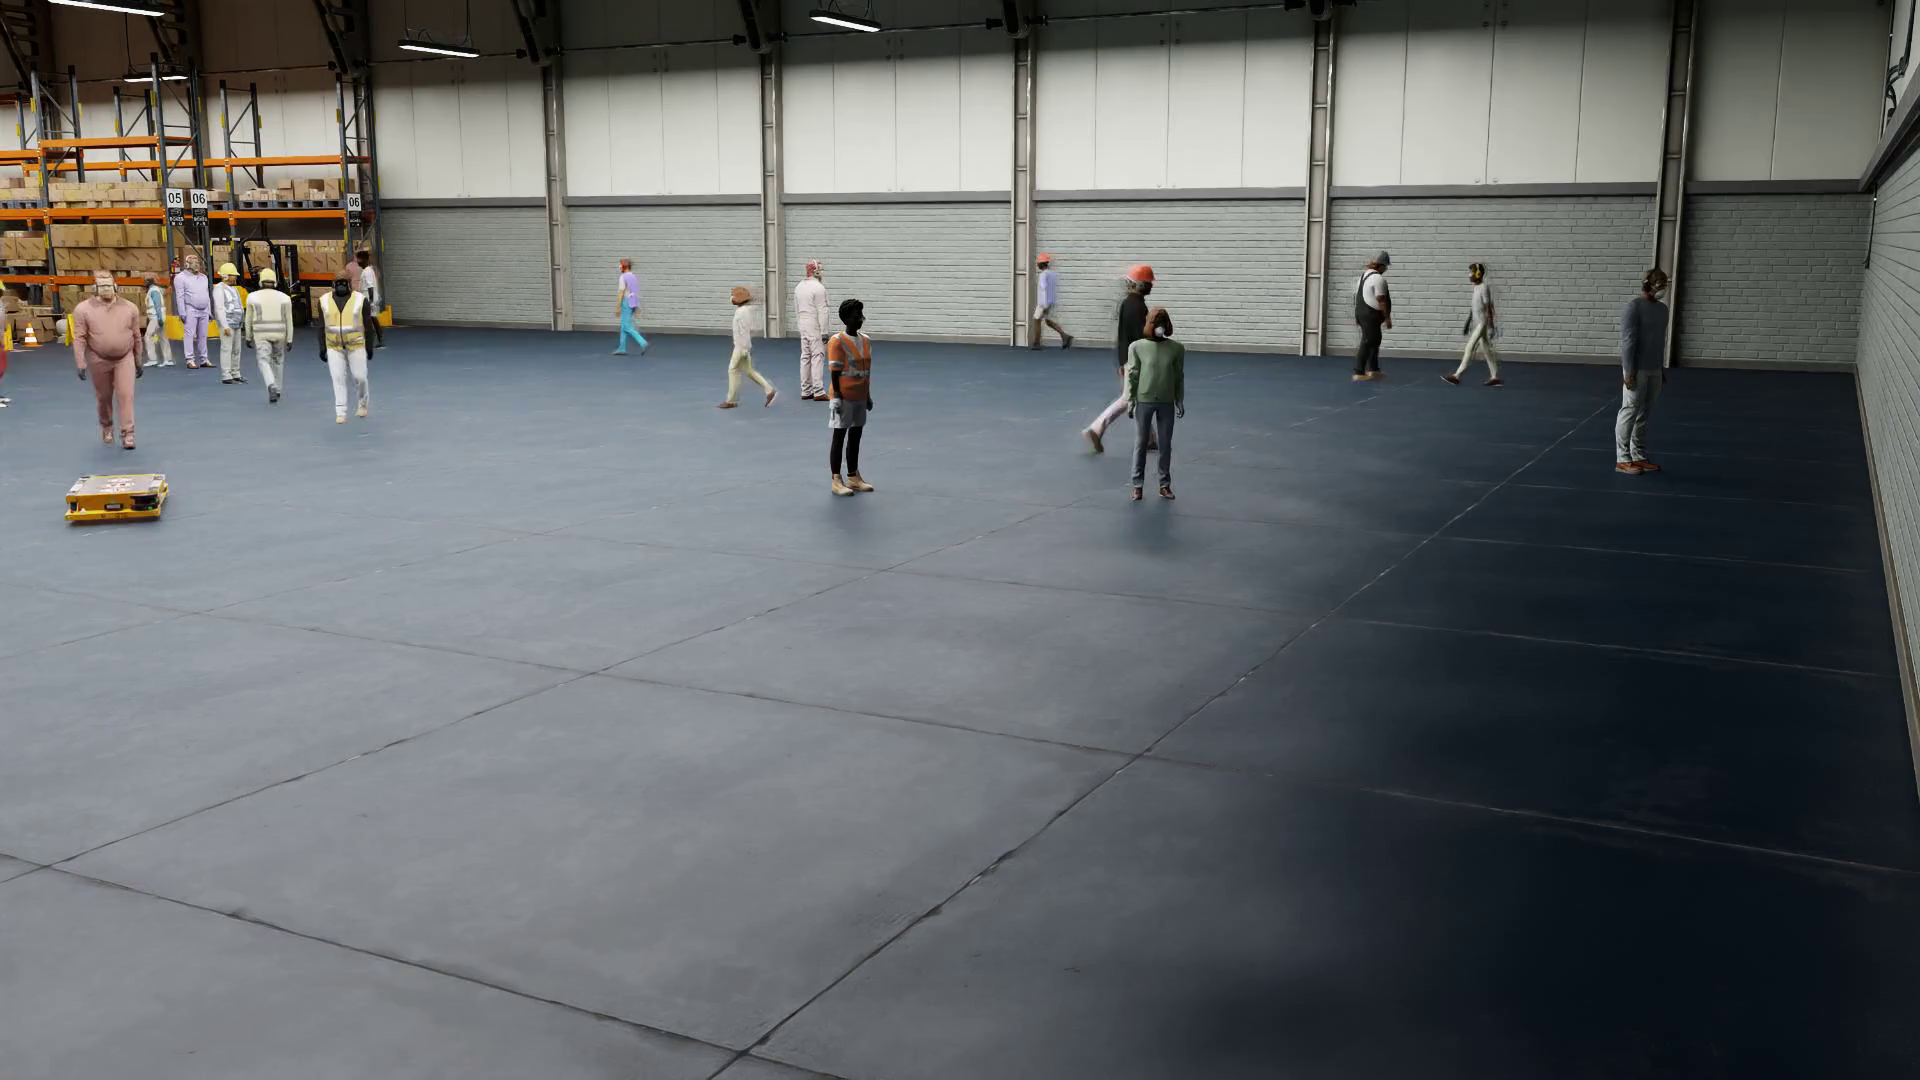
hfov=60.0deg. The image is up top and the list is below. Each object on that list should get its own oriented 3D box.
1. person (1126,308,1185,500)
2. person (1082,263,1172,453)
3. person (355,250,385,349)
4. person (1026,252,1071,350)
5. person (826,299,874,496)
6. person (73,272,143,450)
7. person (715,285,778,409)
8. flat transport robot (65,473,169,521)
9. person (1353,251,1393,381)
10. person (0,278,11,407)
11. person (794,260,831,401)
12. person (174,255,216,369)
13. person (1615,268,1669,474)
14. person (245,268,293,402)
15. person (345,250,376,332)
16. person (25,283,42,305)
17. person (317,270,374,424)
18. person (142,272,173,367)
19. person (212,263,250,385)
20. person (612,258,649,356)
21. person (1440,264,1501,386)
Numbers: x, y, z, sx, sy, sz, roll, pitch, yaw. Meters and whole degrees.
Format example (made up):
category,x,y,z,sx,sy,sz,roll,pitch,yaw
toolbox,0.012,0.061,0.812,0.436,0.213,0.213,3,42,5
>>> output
category,x,y,z,sx,sy,sz,roll,pitch,yaw
person,1.664,-1.156,14.161,0.507,1.632,0.276,-1,10,-7
person,1.726,-1.855,17.092,0.926,1.966,0.631,-1,10,-7
person,-11.776,-4.715,32.742,0.824,1.935,0.612,-2,11,-12
person,1.713,-4.622,32.306,0.810,1.918,0.548,5,12,27
person,-0.947,-1.241,14.449,0.322,1.697,0.535,7,13,34
person,-9.049,-1.914,17.690,0.658,1.862,0.981,-6,12,-31
person,-2.776,-2.502,21.577,0.775,1.603,0.510,-1,10,-6
flat transport robot,-6.861,-0.365,13.565,0.652,0.197,1.431,-4,11,-22
person,6.445,-3.485,25.749,0.803,2.000,0.713,-2,11,-9
person,-12.589,-2.588,21.720,0.446,1.722,0.620,-3,11,-15
person,-1.966,-2.847,22.630,0.406,1.911,0.636,-8,13,-37
person,-12.895,-3.846,28.090,0.404,1.908,0.656,5,11,25
person,6.470,-1.595,15.726,0.627,1.937,0.372,-8,13,-36
person,-9.302,-2.762,22.442,0.588,1.809,0.815,-7,13,-35
person,-13.812,-5.734,38.380,0.642,1.909,0.399,-1,10,-7
person,-24.794,-6.865,44.519,0.396,1.918,0.588,1,10,3
person,-7.383,-2.321,19.990,0.633,1.833,0.622,-2,11,-9
person,-13.782,-3.749,28.338,0.640,1.611,0.538,-5,12,-25
person,-10.942,-3.231,24.950,0.404,1.829,0.597,0,10,2
person,-6.173,-4.338,30.988,0.768,1.822,0.600,2,11,8
person,7.639,-3.179,24.689,0.970,1.811,0.548,1,10,4
